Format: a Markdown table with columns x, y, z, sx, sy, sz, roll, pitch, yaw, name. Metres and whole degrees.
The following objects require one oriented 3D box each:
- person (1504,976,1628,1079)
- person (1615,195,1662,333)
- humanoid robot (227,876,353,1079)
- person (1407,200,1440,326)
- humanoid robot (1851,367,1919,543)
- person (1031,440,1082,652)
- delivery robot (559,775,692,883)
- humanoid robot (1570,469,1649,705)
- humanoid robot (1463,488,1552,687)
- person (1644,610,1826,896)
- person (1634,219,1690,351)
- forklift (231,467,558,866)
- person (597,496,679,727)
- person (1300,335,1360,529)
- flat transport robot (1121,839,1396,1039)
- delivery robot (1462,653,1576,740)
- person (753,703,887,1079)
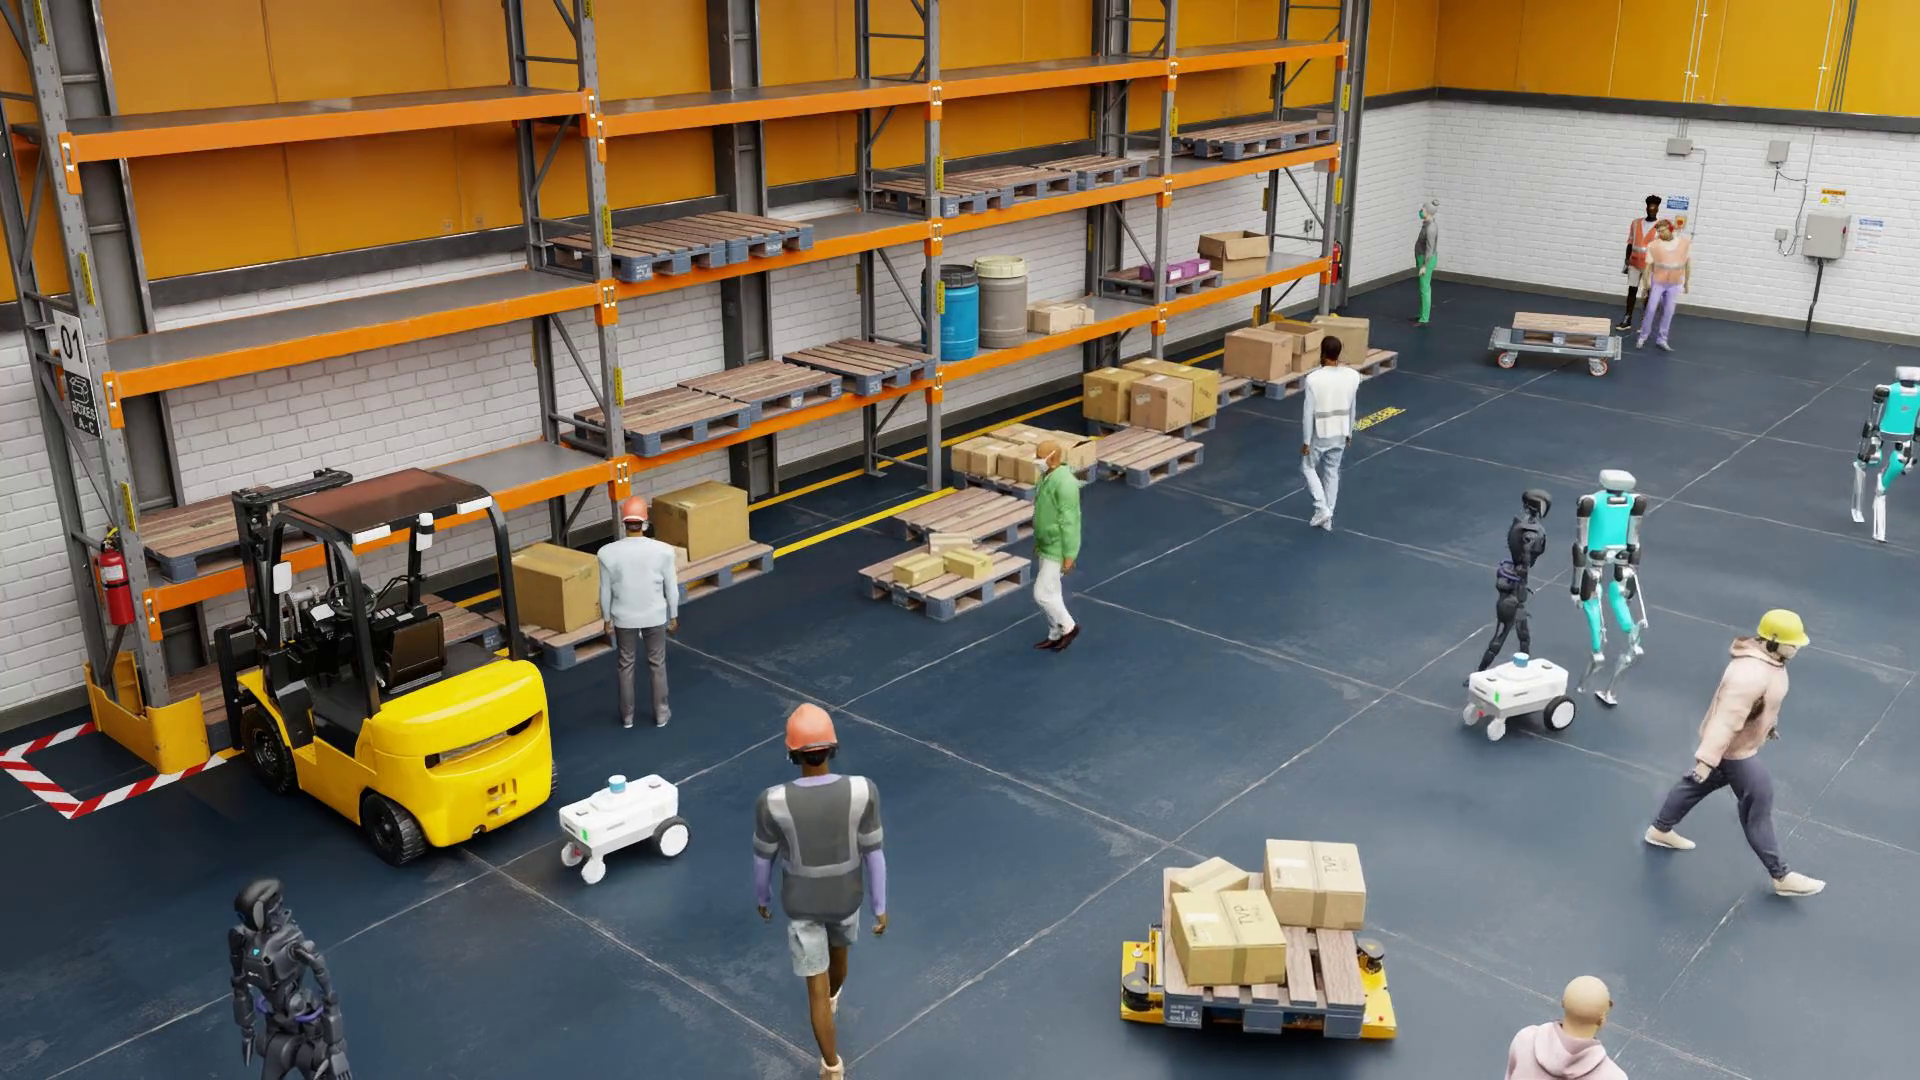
| x | y | z | sx | sy | sz | roll | pitch | yaw | name |
| --- | --- | --- | --- | --- | --- | --- | --- | --- | --- |
| 2.346 | 2.512 | 6.573 | 0.416 | 1.776 | 0.531 | -17 | 26 | -39 | person |
| 9.791 | -3.951 | 23.808 | 0.363 | 1.965 | 0.610 | -19 | 27 | -41 | person |
| -2.988 | 2.233 | 7.474 | 0.613 | 1.646 | 0.334 | 7 | 21 | 19 | humanoid robot |
| 6.772 | -4.040 | 24.233 | 0.339 | 1.837 | 0.512 | 5 | 21 | 14 | person |
| 8.769 | -0.858 | 15.801 | 0.543 | 1.748 | 1.032 | 4 | 21 | 12 | humanoid robot |
| 0.732 | 0.057 | 13.232 | 0.445 | 1.765 | 0.558 | -7 | 21 | -17 | person |
| -2.103 | 1.760 | 10.396 | 0.814 | 0.612 | 0.499 | -17 | 26 | -39 | delivery robot |
| 4.859 | 0.413 | 12.327 | 0.547 | 1.786 | 0.737 | -3 | 20 | -8 | humanoid robot |
| 4.212 | 0.372 | 12.536 | 0.642 | 1.628 | 0.603 | 7 | 21 | 17 | humanoid robot |
| 4.752 | 1.230 | 10.023 | 1.083 | 1.786 | 0.838 | 12 | 24 | 30 | person |
| 9.656 | -3.498 | 22.822 | 0.629 | 1.813 | 0.382 | 2 | 20 | 6 | person |
| -3.730 | 0.710 | 10.856 | 2.313 | 2.155 | 1.214 | 17 | 26 | 38 | forklift |
| -2.314 | 0.522 | 12.012 | 0.568 | 1.741 | 0.351 | -3 | 21 | -9 | person |
| 3.533 | -1.018 | 15.965 | 0.607 | 1.899 | 0.448 | -6 | 21 | -15 | person |
| 1.601 | 2.400 | 9.048 | 1.431 | 0.231 | 0.659 | 2 | 20 | 6 | flat transport robot |
| 4.077 | 1.119 | 12.130 | 0.814 | 0.611 | 0.499 | -9 | 22 | -23 | delivery robot |
| -0.722 | 1.731 | 8.359 | 0.621 | 1.994 | 1.014 | -6 | 21 | -15 | person |
